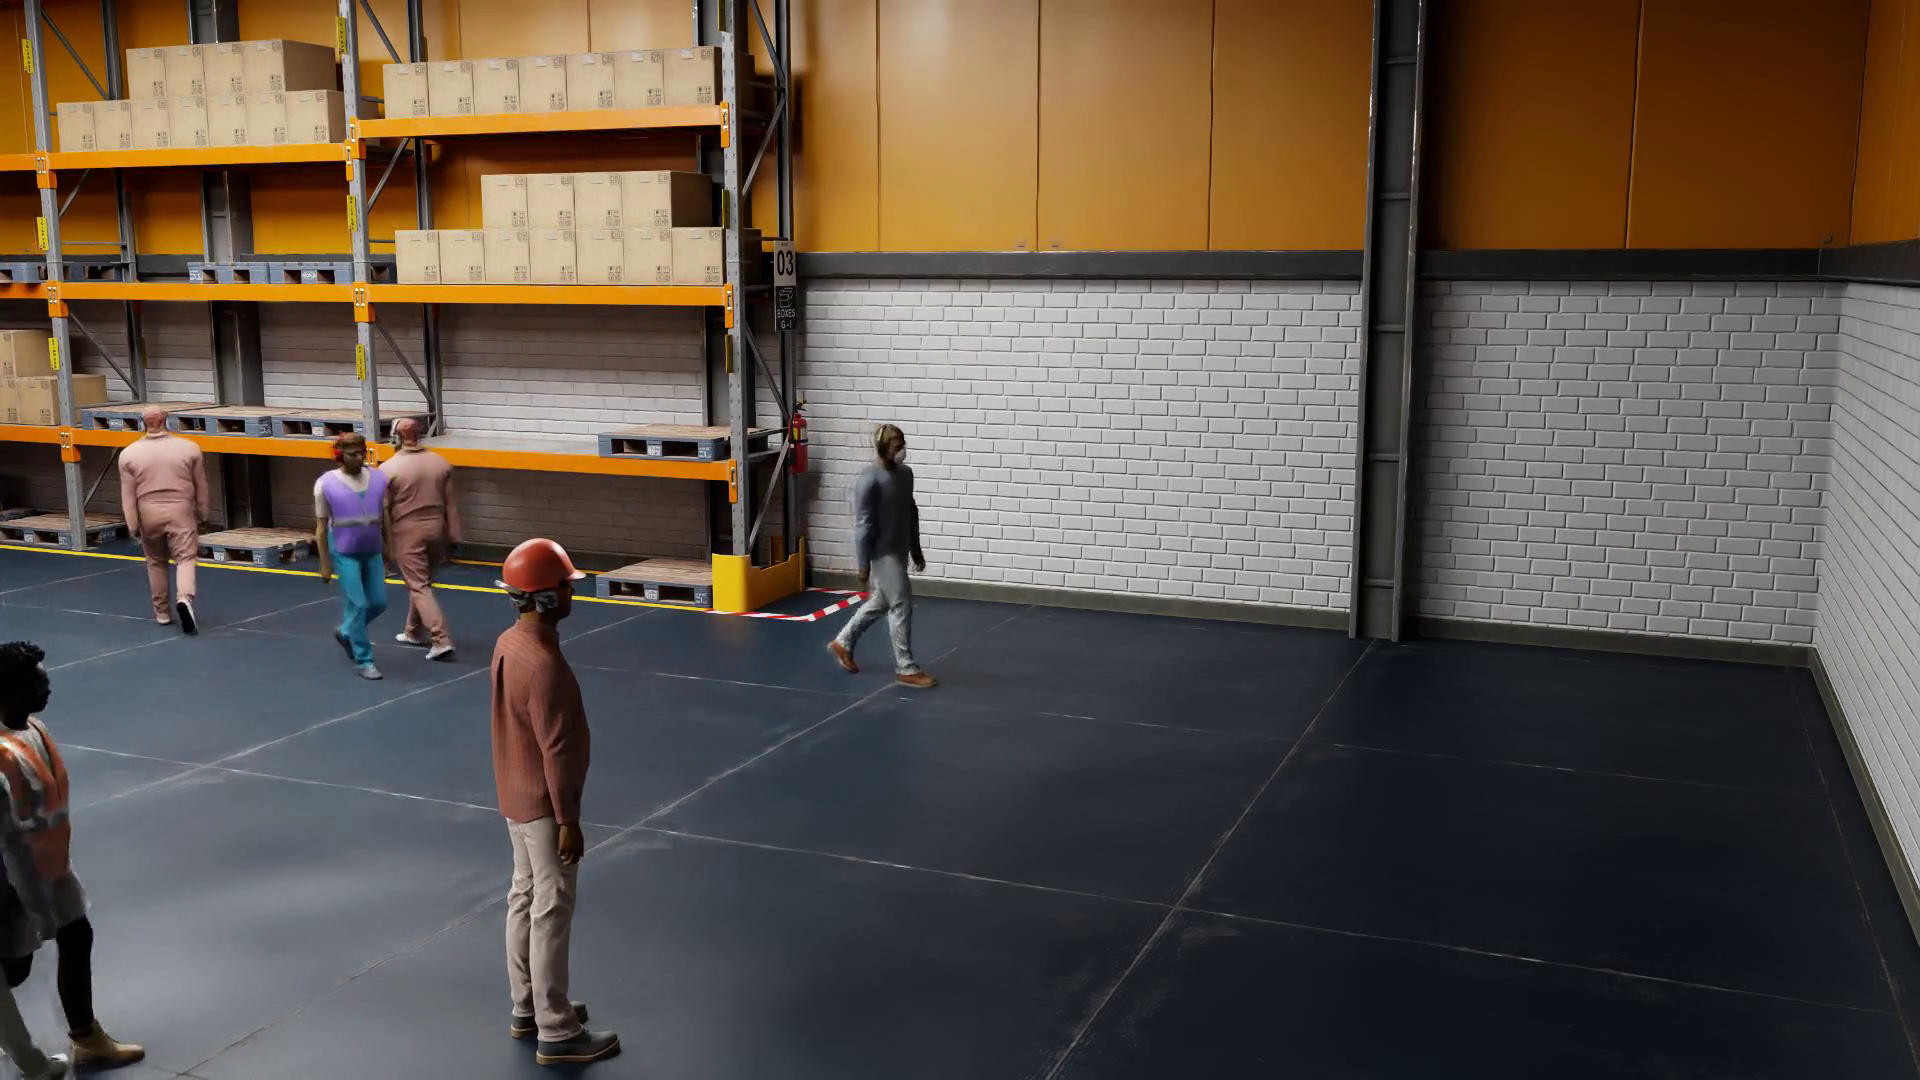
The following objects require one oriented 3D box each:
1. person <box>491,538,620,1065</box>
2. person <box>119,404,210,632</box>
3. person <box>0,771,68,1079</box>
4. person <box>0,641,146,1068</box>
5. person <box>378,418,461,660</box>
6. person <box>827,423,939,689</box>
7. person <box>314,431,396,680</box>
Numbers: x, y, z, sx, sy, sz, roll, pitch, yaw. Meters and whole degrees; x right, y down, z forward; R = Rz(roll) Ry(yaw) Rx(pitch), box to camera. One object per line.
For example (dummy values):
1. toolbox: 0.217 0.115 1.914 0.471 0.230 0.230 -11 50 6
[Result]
1. person: -1.572 0.982 6.322 0.374 1.997 0.613 -6 11 -31
2. person: -6.554 -0.181 13.737 0.649 1.878 0.809 -4 10 -21
3. person: -3.457 1.284 5.725 0.552 1.590 0.846 3 10 16
4. person: -3.478 1.189 6.054 0.724 1.669 0.532 -1 9 -8
5. person: -4.192 -0.017 12.841 0.991 1.858 0.660 7 12 38
6. person: -0.586 0.094 11.997 0.943 1.907 0.632 4 10 25
7. person: -4.451 0.100 12.195 0.591 1.822 0.590 7 12 37
